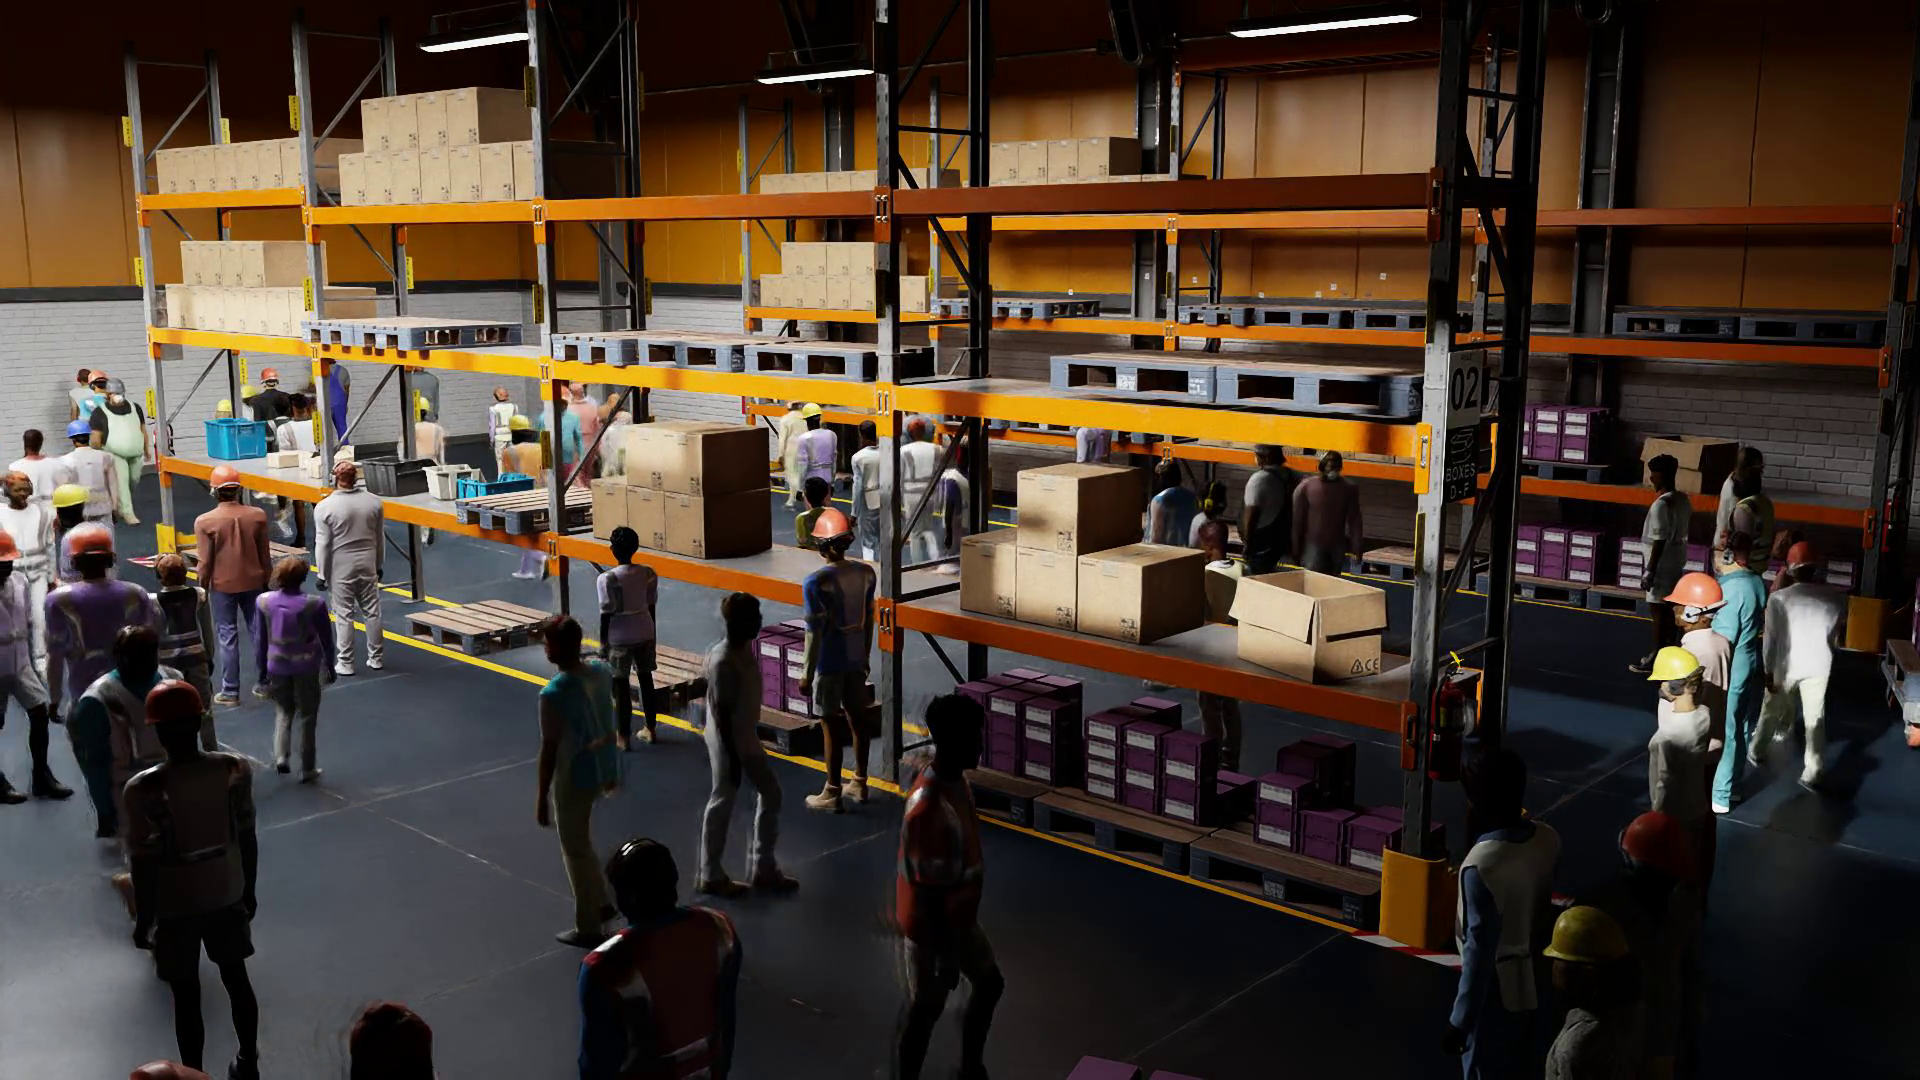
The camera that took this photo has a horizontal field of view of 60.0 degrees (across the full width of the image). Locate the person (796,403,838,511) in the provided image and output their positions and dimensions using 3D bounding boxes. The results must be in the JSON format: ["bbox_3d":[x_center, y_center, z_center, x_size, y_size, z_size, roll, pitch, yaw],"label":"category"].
[{"bbox_3d":[-1.723,-0.678,19.873,0.378,1.918,0.585,9,14,42],"label":"person"}]

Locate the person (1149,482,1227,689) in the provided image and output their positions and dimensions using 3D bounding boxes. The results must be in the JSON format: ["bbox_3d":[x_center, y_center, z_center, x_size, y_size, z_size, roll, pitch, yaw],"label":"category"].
[{"bbox_3d":[2.079,0.399,14.130,0.993,1.819,0.532,0,10,2],"label":"person"}]

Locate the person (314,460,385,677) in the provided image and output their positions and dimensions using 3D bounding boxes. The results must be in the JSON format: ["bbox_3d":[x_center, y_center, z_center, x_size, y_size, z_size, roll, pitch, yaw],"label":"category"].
[{"bbox_3d":[-5.387,0.246,14.679,0.407,1.910,0.638,9,14,42],"label":"person"}]

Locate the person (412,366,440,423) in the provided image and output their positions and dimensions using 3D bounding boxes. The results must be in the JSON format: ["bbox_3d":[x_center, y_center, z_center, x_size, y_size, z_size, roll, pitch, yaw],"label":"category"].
[{"bbox_3d":[-9.143,-2.146,28.224,0.408,1.903,0.638,9,14,42],"label":"person"}]

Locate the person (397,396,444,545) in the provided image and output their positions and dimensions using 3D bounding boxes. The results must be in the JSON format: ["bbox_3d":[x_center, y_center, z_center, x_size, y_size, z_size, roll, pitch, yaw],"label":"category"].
[{"bbox_3d":[-6.771,-0.860,20.992,0.601,1.896,0.742,-8,13,-39],"label":"person"}]

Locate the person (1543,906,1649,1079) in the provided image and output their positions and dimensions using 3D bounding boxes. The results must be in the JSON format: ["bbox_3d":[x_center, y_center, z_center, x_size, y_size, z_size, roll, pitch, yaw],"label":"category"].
[{"bbox_3d":[1.965,1.995,5.276,0.306,1.736,0.484,9,14,42],"label":"person"}]

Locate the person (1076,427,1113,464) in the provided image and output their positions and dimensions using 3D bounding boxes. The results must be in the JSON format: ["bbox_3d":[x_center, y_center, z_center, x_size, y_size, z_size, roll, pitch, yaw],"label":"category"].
[{"bbox_3d":[1.619,-0.791,20.456,0.399,1.938,0.602,9,14,42],"label":"person"}]

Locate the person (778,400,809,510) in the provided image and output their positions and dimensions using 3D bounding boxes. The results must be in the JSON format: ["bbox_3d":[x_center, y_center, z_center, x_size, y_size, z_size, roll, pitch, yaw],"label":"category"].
[{"bbox_3d":[-2.321,-1.256,23.653,0.694,1.733,0.571,8,13,37],"label":"person"}]

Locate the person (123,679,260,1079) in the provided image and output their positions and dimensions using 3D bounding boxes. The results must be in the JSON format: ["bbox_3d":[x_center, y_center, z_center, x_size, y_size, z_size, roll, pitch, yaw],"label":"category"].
[{"bbox_3d":[-3.339,1.549,7.252,0.370,1.928,0.543,9,14,42],"label":"person"}]

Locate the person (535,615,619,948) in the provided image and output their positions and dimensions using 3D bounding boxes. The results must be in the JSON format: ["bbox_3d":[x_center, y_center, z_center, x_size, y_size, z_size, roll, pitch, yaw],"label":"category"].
[{"bbox_3d":[-2.064,1.298,8.942,0.453,1.829,0.605,4,11,21],"label":"person"}]

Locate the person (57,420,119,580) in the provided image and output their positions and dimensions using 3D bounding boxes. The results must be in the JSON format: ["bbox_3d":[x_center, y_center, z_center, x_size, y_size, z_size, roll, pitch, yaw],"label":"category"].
[{"bbox_3d":[-9.282,-0.308,17.722,0.399,1.939,0.602,9,14,42],"label":"person"}]

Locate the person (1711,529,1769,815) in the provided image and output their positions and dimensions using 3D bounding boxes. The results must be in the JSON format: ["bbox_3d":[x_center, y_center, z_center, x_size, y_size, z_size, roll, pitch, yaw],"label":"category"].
[{"bbox_3d":[5.100,0.876,11.117,0.407,1.910,0.638,9,14,42],"label":"person"}]

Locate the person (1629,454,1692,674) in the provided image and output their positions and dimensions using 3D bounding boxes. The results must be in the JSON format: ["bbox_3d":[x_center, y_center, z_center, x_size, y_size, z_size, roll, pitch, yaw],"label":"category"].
[{"bbox_3d":[6.208,0.214,14.711,0.375,1.959,0.603,9,14,42],"label":"person"}]

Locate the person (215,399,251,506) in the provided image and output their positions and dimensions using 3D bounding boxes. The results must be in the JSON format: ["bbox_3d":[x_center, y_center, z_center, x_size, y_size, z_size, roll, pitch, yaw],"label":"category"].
[{"bbox_3d":[-9.753,-1.006,22.219,0.295,1.744,0.484,9,14,42],"label":"person"}]

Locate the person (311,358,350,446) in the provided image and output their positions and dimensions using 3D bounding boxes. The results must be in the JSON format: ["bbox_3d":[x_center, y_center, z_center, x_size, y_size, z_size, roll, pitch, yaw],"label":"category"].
[{"bbox_3d":[-11.081,-2.389,29.199,0.536,2.000,0.677,9,14,42],"label":"person"}]

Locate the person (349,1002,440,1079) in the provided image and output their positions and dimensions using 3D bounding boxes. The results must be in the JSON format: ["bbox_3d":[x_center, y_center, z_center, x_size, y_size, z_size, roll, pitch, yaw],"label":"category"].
[{"bbox_3d":[-1.501,2.087,4.430,0.418,1.856,0.596,2,10,9],"label":"person"}]

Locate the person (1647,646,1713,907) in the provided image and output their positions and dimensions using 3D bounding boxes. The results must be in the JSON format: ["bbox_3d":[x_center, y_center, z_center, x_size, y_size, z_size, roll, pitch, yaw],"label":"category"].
[{"bbox_3d":[3.646,1.409,8.526,0.324,1.760,0.523,9,14,42],"label":"person"}]

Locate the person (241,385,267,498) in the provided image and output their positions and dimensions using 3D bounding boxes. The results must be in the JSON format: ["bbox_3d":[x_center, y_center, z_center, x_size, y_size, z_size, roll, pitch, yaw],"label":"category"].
[{"bbox_3d":[-10.588,-1.471,24.934,0.511,1.711,0.411,5,11,28],"label":"person"}]

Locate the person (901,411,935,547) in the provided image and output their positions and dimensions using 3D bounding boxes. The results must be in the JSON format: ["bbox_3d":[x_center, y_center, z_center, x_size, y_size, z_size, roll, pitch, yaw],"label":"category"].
[{"bbox_3d":[-0.588,-0.870,20.916,0.373,1.935,0.627,9,14,42],"label":"person"}]

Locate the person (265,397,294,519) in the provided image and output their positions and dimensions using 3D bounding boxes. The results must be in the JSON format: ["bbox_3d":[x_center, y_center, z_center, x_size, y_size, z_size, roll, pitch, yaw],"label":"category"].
[{"bbox_3d":[-9.390,-1.140,23.109,0.319,1.697,0.533,9,14,42],"label":"person"}]

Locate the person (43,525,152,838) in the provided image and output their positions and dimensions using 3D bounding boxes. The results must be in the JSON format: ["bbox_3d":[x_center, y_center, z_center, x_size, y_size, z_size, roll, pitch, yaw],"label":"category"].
[{"bbox_3d":[-5.440,0.923,10.538,0.666,2.019,0.567,-9,14,-43],"label":"person"}]

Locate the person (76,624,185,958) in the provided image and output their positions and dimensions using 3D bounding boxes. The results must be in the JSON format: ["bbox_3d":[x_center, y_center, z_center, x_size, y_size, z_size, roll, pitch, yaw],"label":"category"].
[{"bbox_3d":[-4.365,1.322,8.844,0.650,1.822,0.633,5,11,28],"label":"person"}]

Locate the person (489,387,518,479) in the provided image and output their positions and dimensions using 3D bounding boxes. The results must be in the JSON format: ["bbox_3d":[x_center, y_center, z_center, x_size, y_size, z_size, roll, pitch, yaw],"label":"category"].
[{"bbox_3d":[-6.957,-1.516,25.400,0.309,1.640,0.513,9,14,42],"label":"person"}]

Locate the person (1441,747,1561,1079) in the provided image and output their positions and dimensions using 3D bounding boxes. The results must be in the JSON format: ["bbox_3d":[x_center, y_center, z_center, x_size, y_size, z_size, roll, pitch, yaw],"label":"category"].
[{"bbox_3d":[2.047,1.722,6.317,0.392,1.914,0.588,9,14,42],"label":"person"}]

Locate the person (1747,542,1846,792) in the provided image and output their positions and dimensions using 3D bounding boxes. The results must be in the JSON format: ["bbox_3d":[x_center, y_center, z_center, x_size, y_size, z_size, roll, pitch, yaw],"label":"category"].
[{"bbox_3d":[5.908,0.860,11.766,0.569,1.707,0.886,1,10,5],"label":"person"}]

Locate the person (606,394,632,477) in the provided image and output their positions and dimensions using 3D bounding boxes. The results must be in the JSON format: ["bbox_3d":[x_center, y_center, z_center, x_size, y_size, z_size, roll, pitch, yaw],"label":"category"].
[{"bbox_3d":[-5.014,-1.323,24.321,0.281,1.634,0.498,9,14,42],"label":"person"}]

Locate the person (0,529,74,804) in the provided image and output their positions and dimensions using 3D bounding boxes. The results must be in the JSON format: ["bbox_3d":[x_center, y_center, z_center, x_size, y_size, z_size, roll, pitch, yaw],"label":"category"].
[{"bbox_3d":[-6.357,0.867,11.150,0.696,1.908,0.568,4,11,21],"label":"person"}]

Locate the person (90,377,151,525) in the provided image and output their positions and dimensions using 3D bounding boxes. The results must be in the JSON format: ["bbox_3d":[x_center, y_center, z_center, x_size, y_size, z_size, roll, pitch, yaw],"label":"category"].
[{"bbox_3d":[-11.520,-1.259,22.811,0.917,2.000,0.672,8,13,37],"label":"person"}]

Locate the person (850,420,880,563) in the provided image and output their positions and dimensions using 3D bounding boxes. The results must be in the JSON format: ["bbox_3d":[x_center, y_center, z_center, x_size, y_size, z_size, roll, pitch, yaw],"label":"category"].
[{"bbox_3d":[-0.943,-0.340,17.977,0.392,1.914,0.588,9,14,42],"label":"person"}]

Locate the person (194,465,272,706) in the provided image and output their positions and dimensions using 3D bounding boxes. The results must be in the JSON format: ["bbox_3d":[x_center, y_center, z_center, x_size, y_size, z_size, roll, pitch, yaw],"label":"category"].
[{"bbox_3d":[-5.983,0.371,13.720,0.378,1.995,0.609,9,14,42],"label":"person"}]

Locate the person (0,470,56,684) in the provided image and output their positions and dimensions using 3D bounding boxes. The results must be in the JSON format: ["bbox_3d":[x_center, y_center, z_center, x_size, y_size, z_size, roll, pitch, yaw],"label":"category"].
[{"bbox_3d":[-8.209,0.304,14.524,0.579,1.859,0.818,-8,13,-39],"label":"person"}]
